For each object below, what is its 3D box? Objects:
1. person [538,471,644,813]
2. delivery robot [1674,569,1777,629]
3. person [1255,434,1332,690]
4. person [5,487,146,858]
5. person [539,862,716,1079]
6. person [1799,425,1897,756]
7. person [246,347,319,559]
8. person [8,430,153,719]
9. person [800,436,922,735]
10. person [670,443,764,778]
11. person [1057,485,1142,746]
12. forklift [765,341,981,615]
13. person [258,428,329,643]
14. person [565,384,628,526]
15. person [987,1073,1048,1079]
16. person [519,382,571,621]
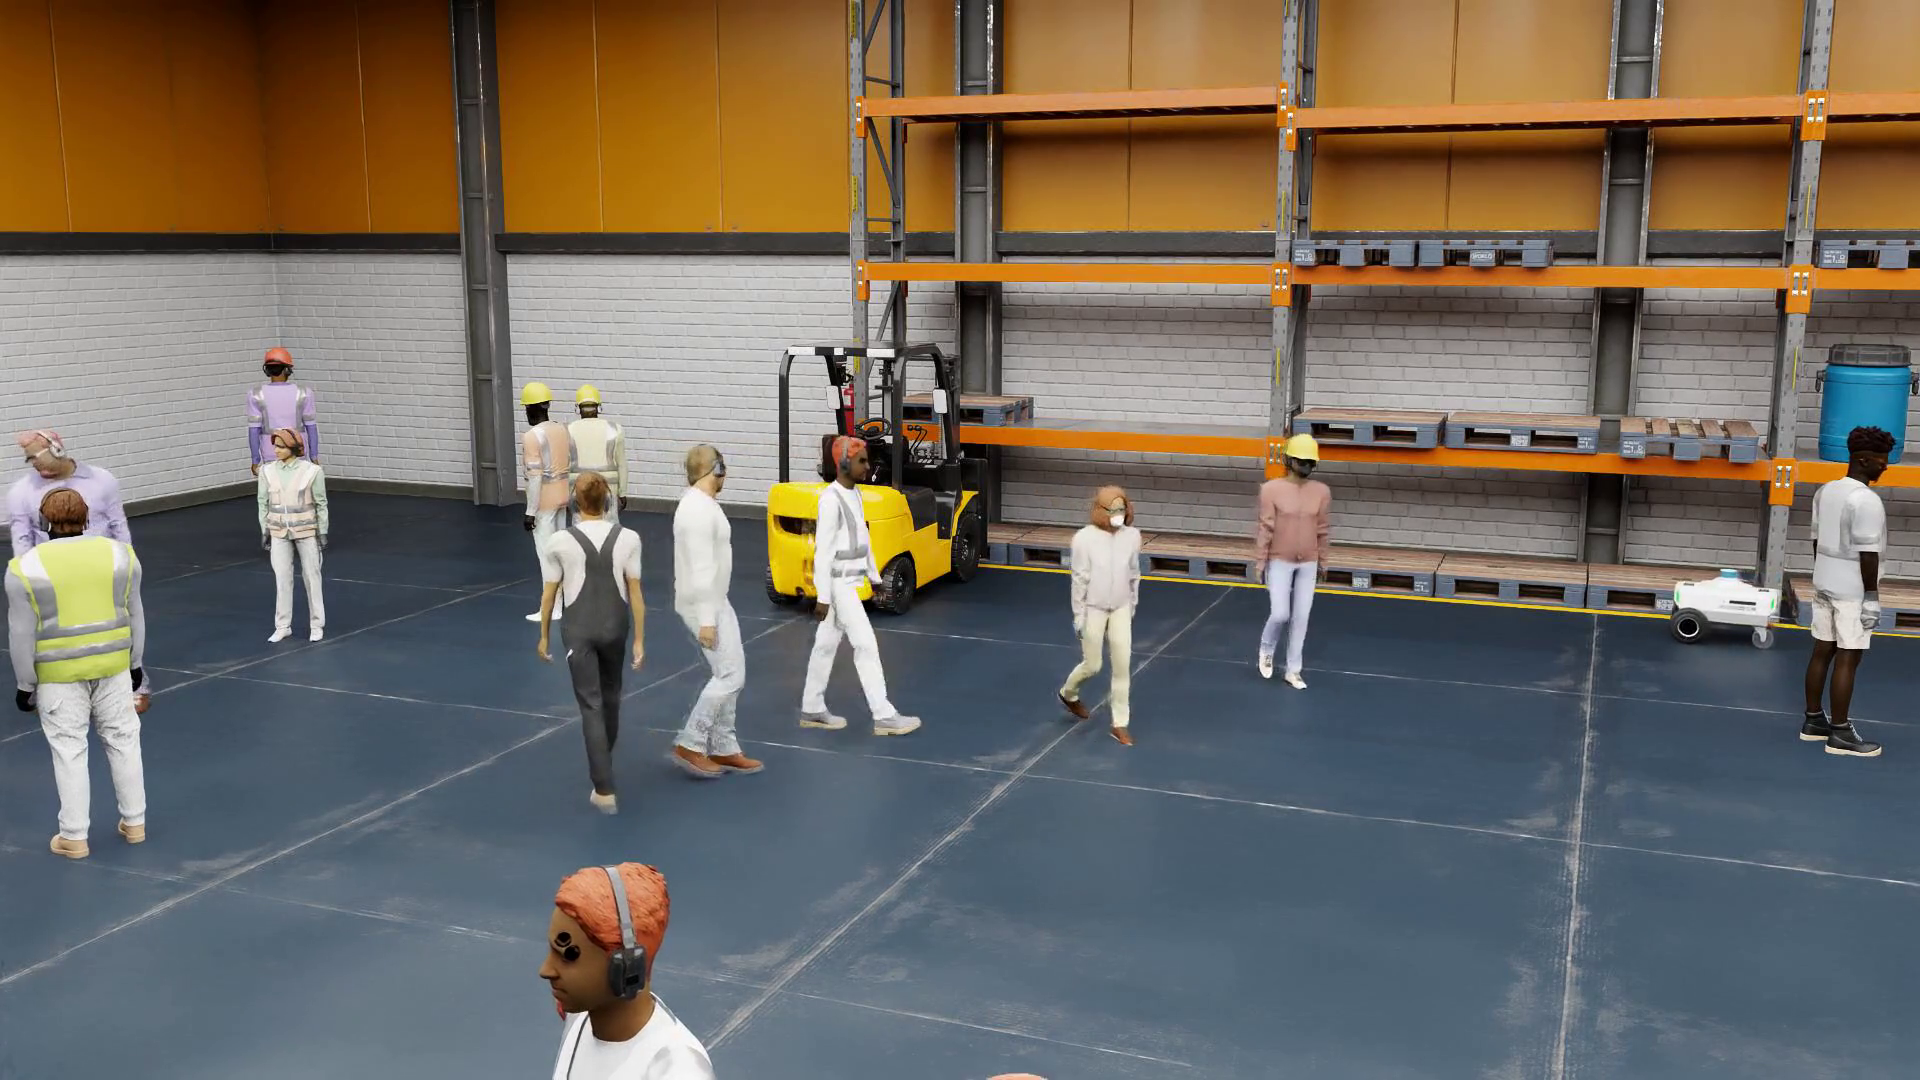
[{"bbox_3d":[-2.026,0.514,9.110,0.541,1.796,0.943,-5,11,-24],"label":"person"},{"bbox_3d":[5.809,0.463,12.621,0.707,0.478,0.477,5,11,25],"label":"delivery robot"},{"bbox_3d":[2.261,0.147,11.281,0.553,1.749,0.384,-2,10,-13],"label":"person"},{"bbox_3d":[-4.366,0.650,8.252,0.430,1.845,0.624,10,14,44],"label":"person"},{"bbox_3d":[-0.649,1.530,3.242,0.355,1.883,0.575,-7,12,-33],"label":"person"},{"bbox_3d":[5.302,0.293,9.914,0.381,1.958,0.602,0,10,0],"label":"person"},{"bbox_3d":[-6.450,-0.813,15.869,0.615,2.032,0.395,-5,11,-26],"label":"person"},{"bbox_3d":[-5.626,0.223,10.618,0.704,1.855,0.405,-6,12,-30],"label":"person"},{"bbox_3d":[-0.604,0.282,10.256,0.887,1.845,0.588,1,10,6],"label":"person"},{"bbox_3d":[-1.385,0.408,9.437,0.457,1.899,0.659,-1,10,-4],"label":"person"},{"bbox_3d":[0.848,0.422,10.187,0.509,1.597,0.620,-4,11,-22],"label":"person"},{"bbox_3d":[-0.739,-0.602,14.246,1.214,2.155,2.313,4,11,21],"label":"forklift"},{"bbox_3d":[-5.053,-0.033,12.635,0.515,1.636,0.314,0,10,0],"label":"person"},{"bbox_3d":[-3.138,-0.419,14.238,0.588,1.831,0.404,-3,11,-14],"label":"person"},{"bbox_3d":[0.077,1.691,2.311,0.967,1.878,0.651,-1,10,-3],"label":"person"},{"bbox_3d":[-3.335,-0.305,13.344,0.385,1.922,0.594,3,11,16],"label":"person"}]
